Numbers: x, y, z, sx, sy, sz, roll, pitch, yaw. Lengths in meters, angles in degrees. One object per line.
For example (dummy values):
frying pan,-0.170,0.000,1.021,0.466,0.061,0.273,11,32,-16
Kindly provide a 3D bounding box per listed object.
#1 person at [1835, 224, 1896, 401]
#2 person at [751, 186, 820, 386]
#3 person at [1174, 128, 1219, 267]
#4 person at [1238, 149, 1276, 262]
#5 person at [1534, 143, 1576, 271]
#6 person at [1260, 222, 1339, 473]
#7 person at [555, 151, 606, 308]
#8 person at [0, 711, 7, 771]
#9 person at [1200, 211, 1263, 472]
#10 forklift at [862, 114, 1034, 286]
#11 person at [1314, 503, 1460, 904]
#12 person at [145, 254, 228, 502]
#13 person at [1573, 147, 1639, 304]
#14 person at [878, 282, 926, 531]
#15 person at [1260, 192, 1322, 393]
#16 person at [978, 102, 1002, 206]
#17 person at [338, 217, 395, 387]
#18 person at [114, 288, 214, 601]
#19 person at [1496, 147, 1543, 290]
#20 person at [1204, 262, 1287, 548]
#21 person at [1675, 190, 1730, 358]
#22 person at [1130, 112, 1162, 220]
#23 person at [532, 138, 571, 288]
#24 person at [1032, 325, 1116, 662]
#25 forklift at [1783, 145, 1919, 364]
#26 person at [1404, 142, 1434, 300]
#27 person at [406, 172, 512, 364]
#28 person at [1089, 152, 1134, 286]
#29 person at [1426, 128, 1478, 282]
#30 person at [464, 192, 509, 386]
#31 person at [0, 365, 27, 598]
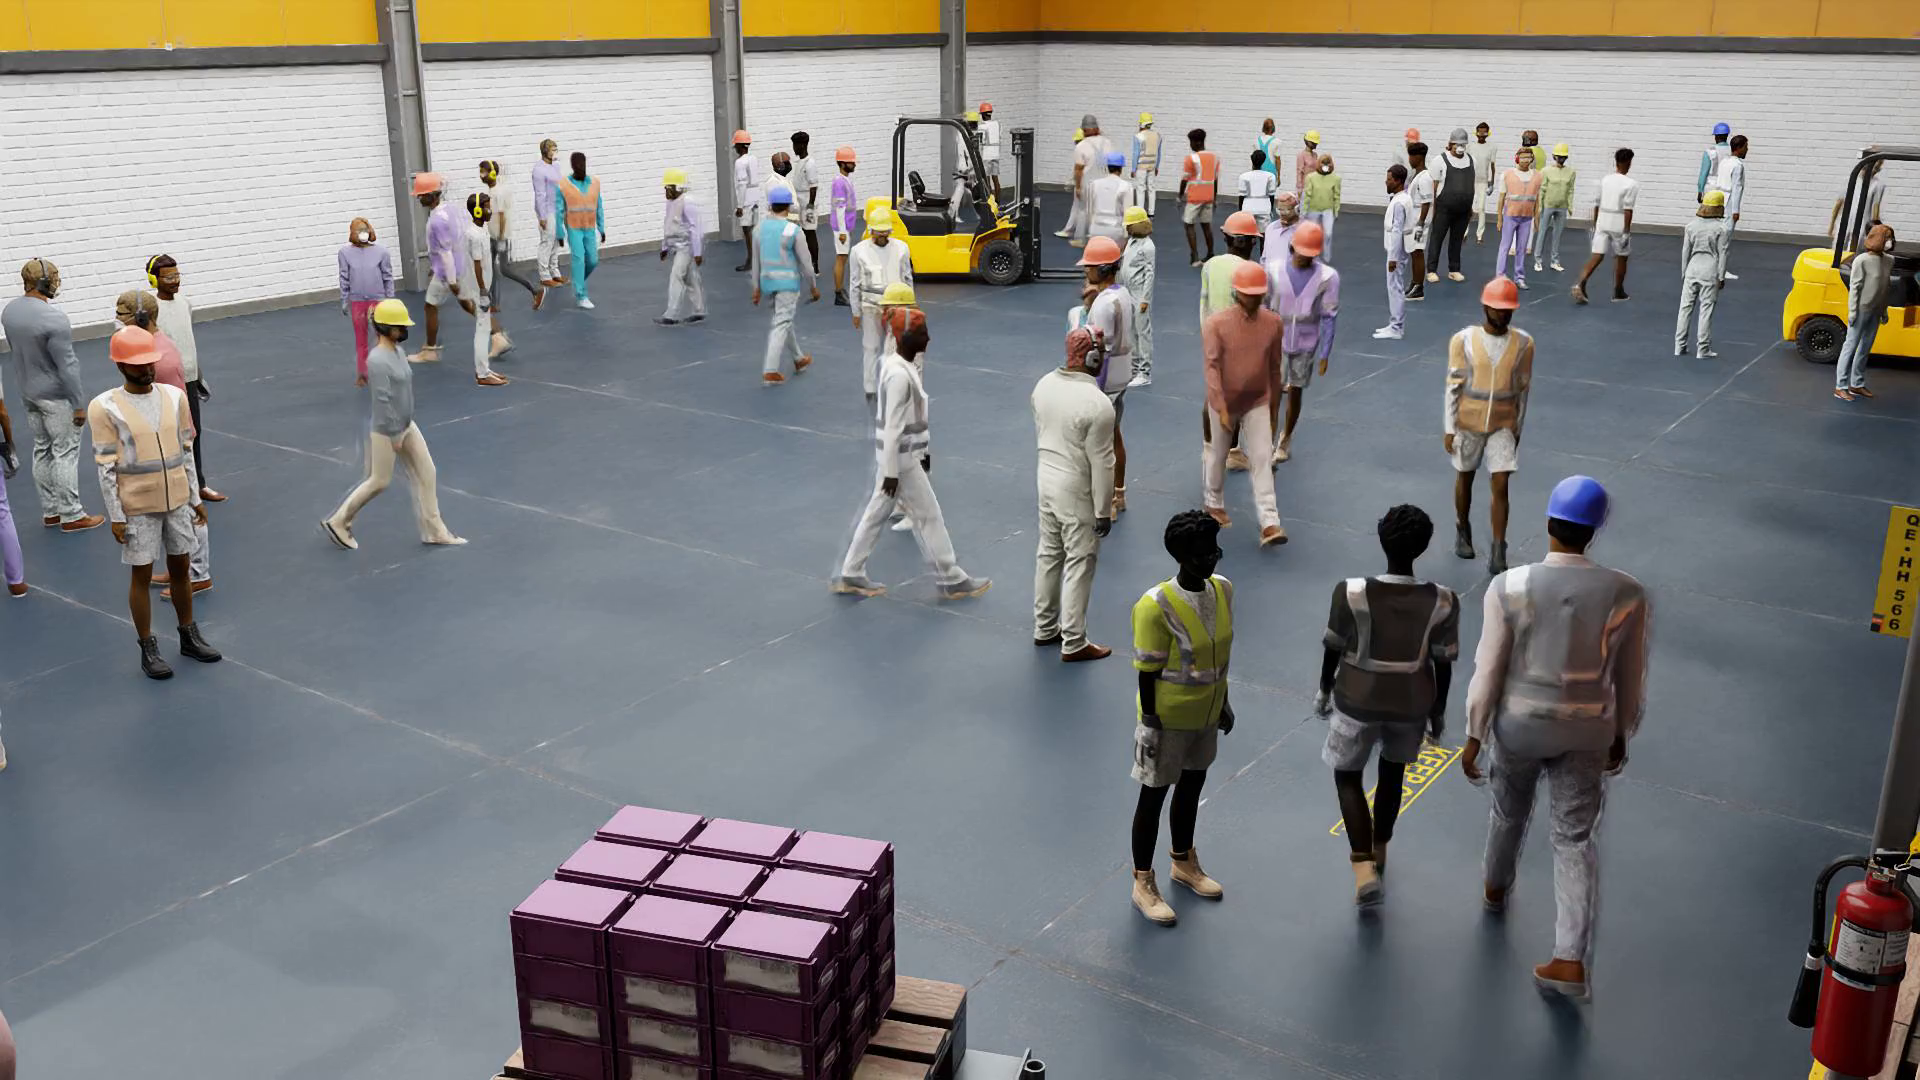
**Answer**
person,8.503,-2.131,15.574,0.500,1.636,0.281,-8,19,-24
person,-1.698,-2.497,16.296,0.610,1.897,0.939,12,22,34
person,3.394,-4.844,23.581,0.626,1.935,0.430,-14,22,-36
person,4.081,-4.519,22.948,0.532,1.697,0.319,-1,18,-2
person,8.307,-4.639,23.212,0.526,1.768,0.315,-2,18,-6
person,2.589,-1.503,13.062,0.686,1.972,1.006,4,18,11
person,-4.693,-3.828,20.446,0.621,1.904,0.606,-14,22,-37
person,-4.849,0.217,7.827,0.573,1.887,0.356,-5,19,-16
person,2.154,-1.567,13.159,0.394,2.040,0.609,-11,21,-30
forklift,-0.171,-4.594,22.377,2.313,2.155,1.214,1,18,3
person,1.729,0.667,6.758,0.543,1.673,0.692,0,18,1
person,-5.680,-1.143,12.107,0.317,1.870,0.531,5,18,15
person,8.041,-3.883,20.600,0.952,1.931,0.605,-12,21,-33
person,-0.417,-0.939,11.676,0.297,1.744,0.487,-7,19,-21
person,3.097,-2.360,15.866,0.401,1.901,0.646,-14,23,-38
person,0.508,-6.974,30.278,0.544,1.920,0.417,-15,23,-38
person,-5.736,-2.305,16.122,0.507,1.634,0.280,-3,18,-10
person,-4.912,-0.587,10.259,0.378,1.940,0.628,-11,21,-31
person,7.261,-4.185,21.660,0.566,1.846,0.387,-2,18,-6
person,1.942,-0.933,11.348,0.598,1.925,1.067,-3,18,-9
person,7.804,-2.785,17.448,0.294,1.744,0.487,-14,23,-37
person,3.202,-6.467,28.821,0.600,1.831,0.404,-11,21,-31
person,-5.394,-4.291,21.874,0.385,1.932,0.622,3,18,9
person,0.664,-0.258,9.308,0.399,1.900,0.635,-11,21,-31
forklift,9.803,-2.879,17.013,2.313,2.155,1.214,12,21,33
person,5.729,-4.001,20.903,0.383,1.956,0.614,2,18,6
person,-5.198,-2.778,17.047,1.067,1.985,0.623,0,18,-1
person,1.848,-3.738,20.182,0.613,1.888,0.972,8,20,25
person,6.615,-4.478,22.263,0.686,2.000,0.535,-4,18,-12
person,-4.626,-2.428,16.148,0.331,1.864,0.505,-5,18,-16
person,-6.072,-0.525,10.195,0.510,1.862,0.327,-11,21,-30
